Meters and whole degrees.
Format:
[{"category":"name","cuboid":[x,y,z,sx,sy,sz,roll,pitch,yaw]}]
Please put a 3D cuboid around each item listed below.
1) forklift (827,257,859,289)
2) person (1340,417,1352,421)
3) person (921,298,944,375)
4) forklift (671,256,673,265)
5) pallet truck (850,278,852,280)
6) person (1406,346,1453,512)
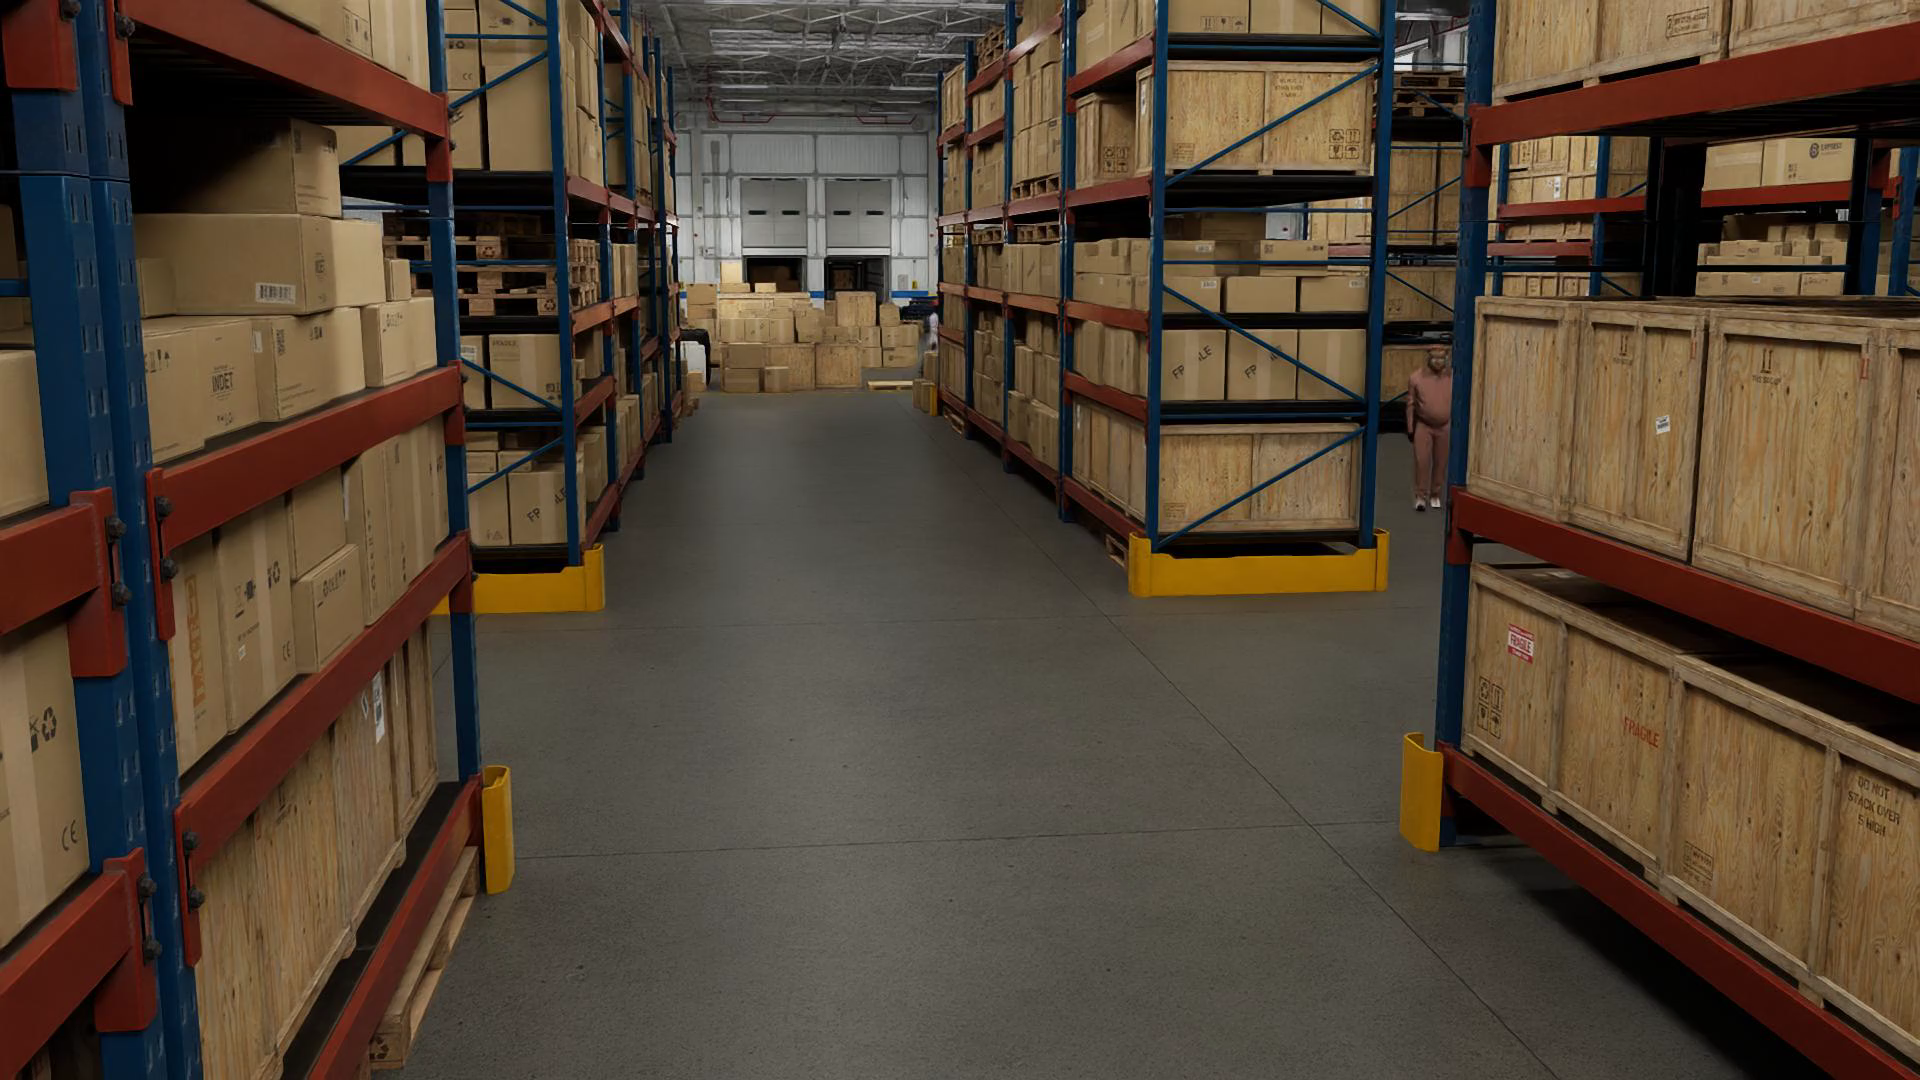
[{"category":"forklift","cuboid":[-3.284,-6.565,46.785,1.129,2.768,1.873,-1,10,-7]},{"category":"person","cuboid":[4.052,-1.054,18.144,0.318,1.697,0.535,-8,13,-40]},{"category":"person","cuboid":[-0.537,-4.457,37.285,0.524,1.927,0.560,4,11,23]},{"category":"forklift","cuboid":[-10.987,-9.066,61.344,1.129,2.768,1.873,-1,10,-7]},{"category":"pallet truck","cuboid":[-3.782,-9.391,65.808,1.885,1.965,0.823,2,10,10]},{"category":"person","cuboid":[5.363,-1.244,18.744,0.658,1.860,0.954,2,10,12]}]
